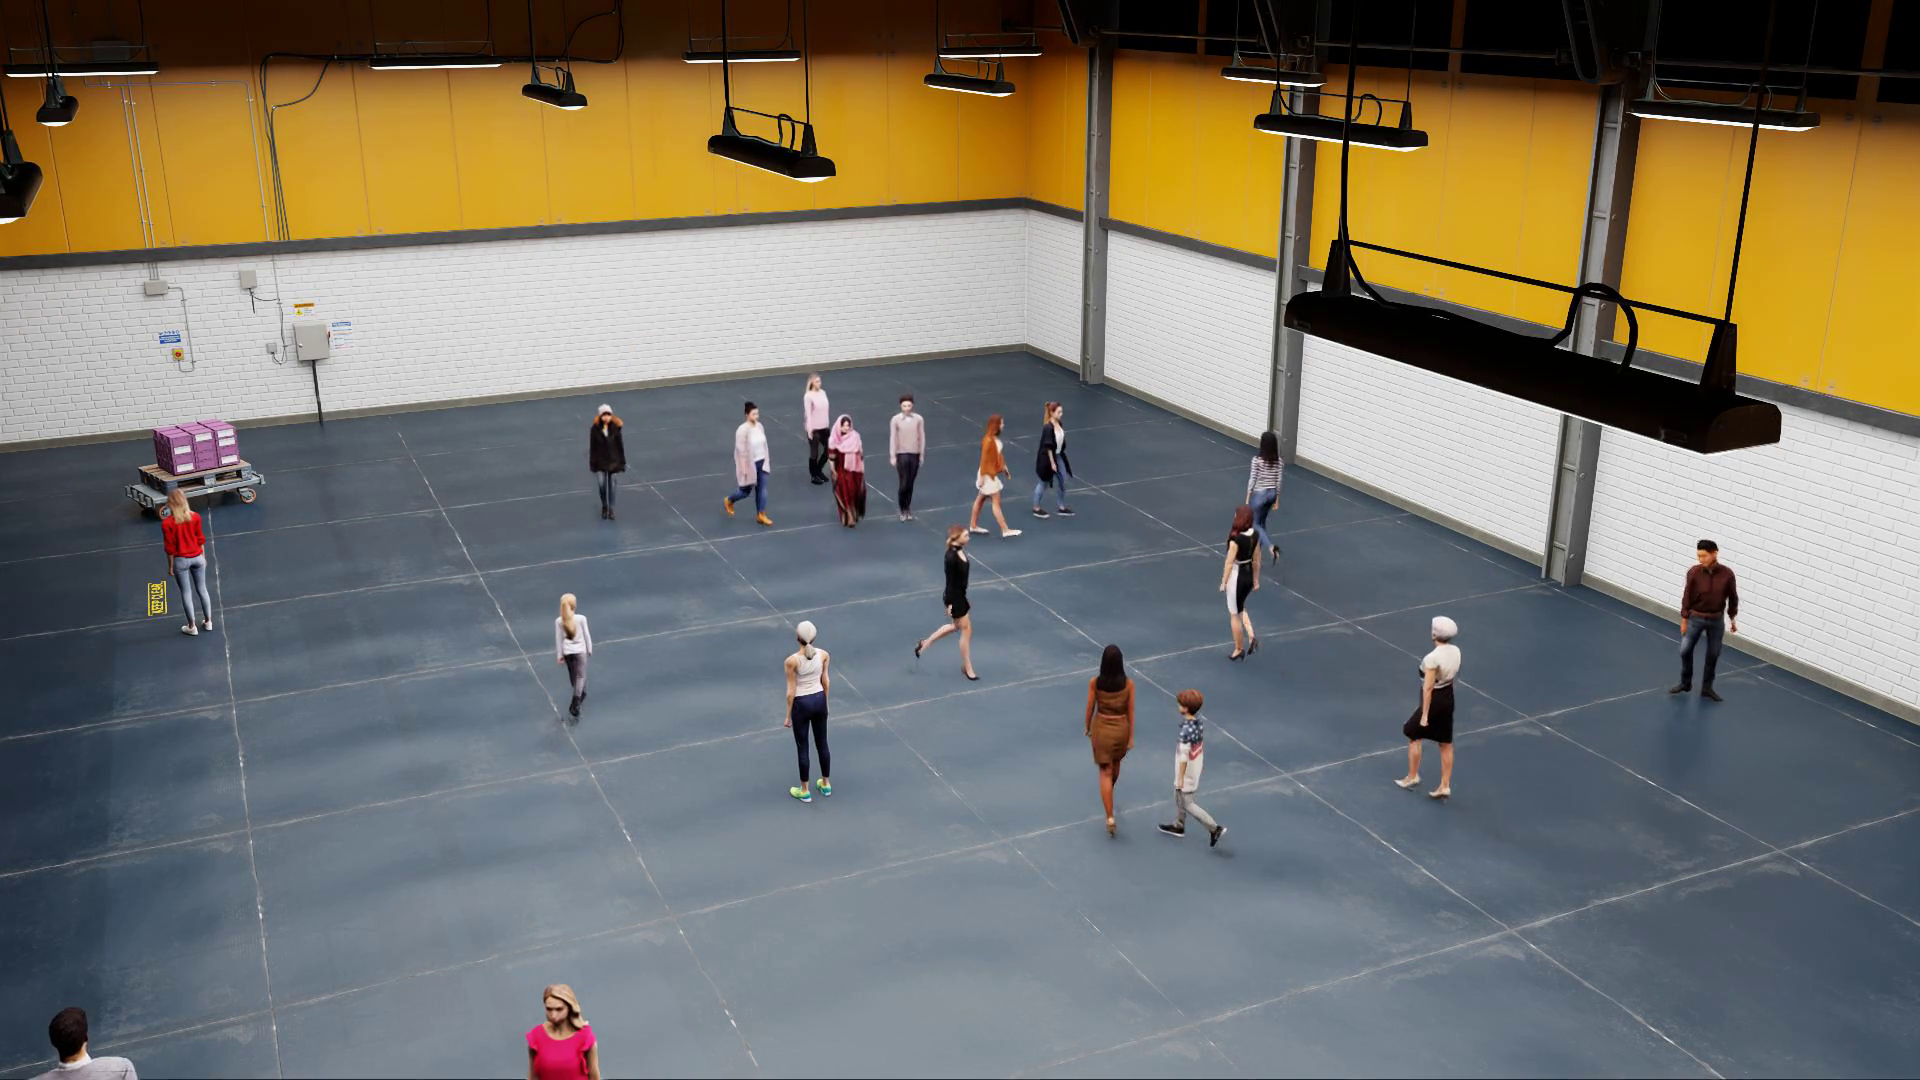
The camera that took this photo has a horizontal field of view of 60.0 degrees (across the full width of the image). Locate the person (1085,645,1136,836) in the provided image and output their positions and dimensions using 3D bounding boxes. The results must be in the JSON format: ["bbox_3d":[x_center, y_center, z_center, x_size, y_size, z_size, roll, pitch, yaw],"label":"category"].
[{"bbox_3d":[1.315,1.771,14.496,0.889,1.634,1.147,0,19,1],"label":"person"}]

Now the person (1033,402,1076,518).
[{"bbox_3d":[1.171,-1.111,23.017,0.970,1.658,0.882,11,22,30],"label":"person"}]

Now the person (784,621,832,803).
[{"bbox_3d":[-1.368,1.541,15.073,0.633,1.702,0.566,-12,22,-31],"label":"person"}]

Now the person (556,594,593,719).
[{"bbox_3d":[-3.913,1.173,16.849,0.759,1.266,0.955,2,19,5],"label":"person"}]

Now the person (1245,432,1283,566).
[{"bbox_3d":[3.840,-0.450,20.885,0.619,1.765,0.966,-7,20,-19],"label":"person"}]

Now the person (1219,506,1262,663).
[{"bbox_3d":[3.093,0.511,18.000,0.691,1.785,0.758,-16,24,-39],"label":"person"}]

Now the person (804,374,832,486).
[{"bbox_3d":[-2.170,-1.648,24.585,0.706,1.675,0.697,16,24,39],"label":"person"}]

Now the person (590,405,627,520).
[{"bbox_3d":[-4.891,-1.092,23.014,0.682,1.625,0.636,-5,19,-15],"label":"person"}]

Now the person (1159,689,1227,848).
[{"bbox_3d":[2.019,1.967,14.246,0.946,1.422,0.829,10,21,26],"label":"person"}]

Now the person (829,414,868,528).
[{"bbox_3d":[-1.549,-0.966,22.669,0.725,1.605,0.738,-5,19,-16],"label":"person"}]

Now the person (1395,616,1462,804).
[{"bbox_3d":[4.359,1.563,14.961,0.720,1.732,0.818,-12,22,-33],"label":"person"}]

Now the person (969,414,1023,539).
[{"bbox_3d":[0.296,-0.863,22.242,1.020,1.683,1.021,3,19,10],"label":"person"}]

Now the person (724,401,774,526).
[{"bbox_3d":[-2.914,-1.053,22.747,1.120,1.721,0.967,13,23,34],"label":"person"}]

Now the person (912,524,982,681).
[{"bbox_3d":[-0.102,0.657,17.643,1.032,1.738,1.016,5,19,15],"label":"person"}]

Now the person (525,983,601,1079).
[{"bbox_3d":[-2.294,3.312,9.820,0.860,1.698,1.084,0,19,1],"label":"person"}]

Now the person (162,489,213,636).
[{"bbox_3d":[-8.786,0.243,18.924,0.651,1.705,0.683,16,24,38],"label":"person"}]

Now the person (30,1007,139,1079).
[{"bbox_3d":[-4.705,3.466,9.042,0.756,1.903,1.206,-7,20,-21],"label":"person"}]

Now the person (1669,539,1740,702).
[{"bbox_3d":[7.670,0.821,17.136,0.782,1.750,0.795,-1,19,-3],"label":"person"}]

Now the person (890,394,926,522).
[{"bbox_3d":[-0.729,-1.166,22.976,0.680,1.788,0.716,-4,19,-12],"label":"person"}]
